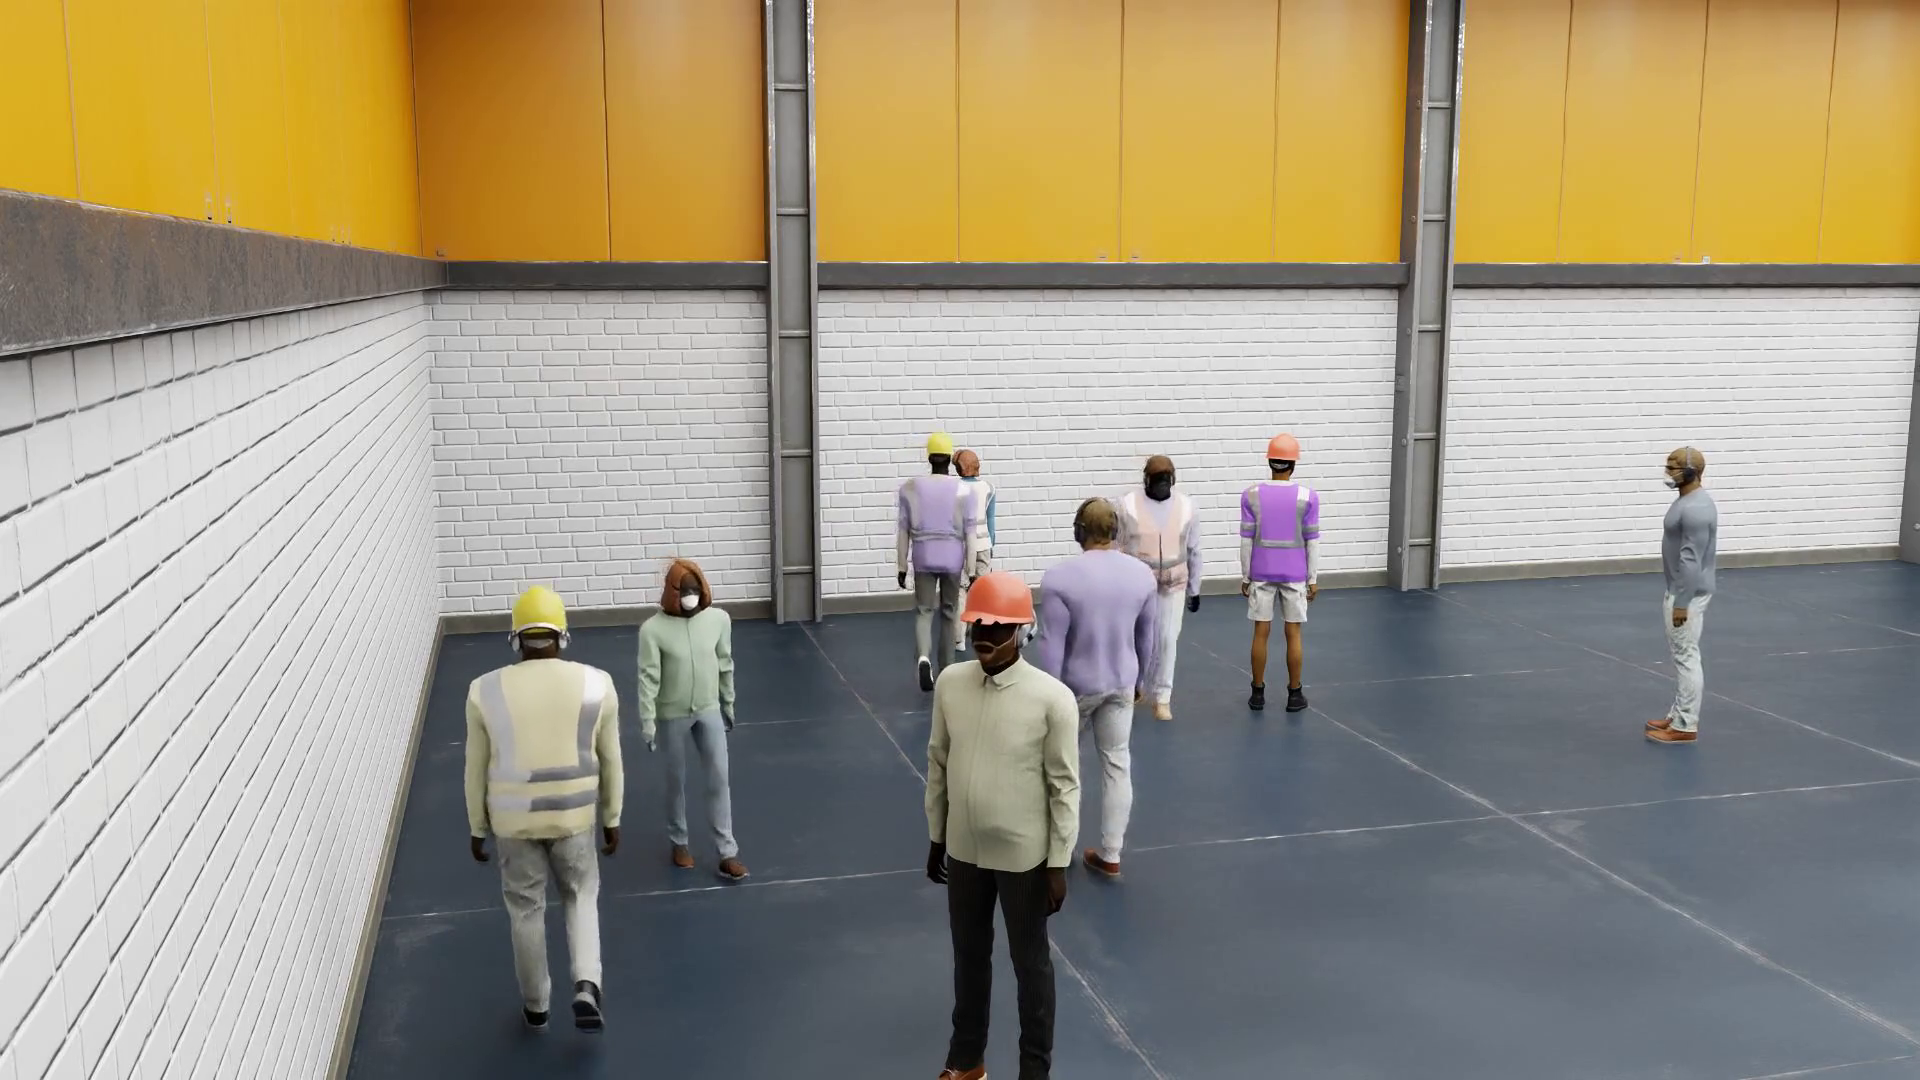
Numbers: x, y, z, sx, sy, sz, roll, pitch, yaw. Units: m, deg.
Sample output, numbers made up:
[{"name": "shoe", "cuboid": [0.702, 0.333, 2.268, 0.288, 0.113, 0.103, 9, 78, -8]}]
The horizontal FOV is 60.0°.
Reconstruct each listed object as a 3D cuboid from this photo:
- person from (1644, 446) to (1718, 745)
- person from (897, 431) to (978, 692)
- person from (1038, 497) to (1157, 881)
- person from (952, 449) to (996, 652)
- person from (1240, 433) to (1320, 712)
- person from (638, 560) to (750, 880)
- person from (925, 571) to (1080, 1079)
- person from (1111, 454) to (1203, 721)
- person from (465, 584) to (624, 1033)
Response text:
[{"name": "person", "cuboid": [4.683, 0.357, 10.756, 0.366, 1.933, 0.633, 3, 10, 20]}, {"name": "person", "cuboid": [-0.167, 0.163, 12.049, 0.593, 1.902, 0.709, 0, 9, 3]}, {"name": "person", "cuboid": [0.647, 0.725, 8.476, 0.662, 1.913, 0.770, -3, 10, -19]}, {"name": "person", "cuboid": [0.065, 0.084, 13.382, 0.508, 1.629, 0.314, -5, 10, -27]}, {"name": "person", "cuboid": [2.208, 0.229, 11.515, 0.545, 1.938, 0.362, 3, 9, 16]}, {"name": "person", "cuboid": [-1.324, 0.909, 8.282, 0.534, 1.601, 0.749, -5, 10, -27]}, {"name": "person", "cuboid": [0.133, 1.092, 5.941, 0.612, 1.997, 0.375, 6, 11, 32]}, {"name": "person", "cuboid": [1.328, 0.313, 11.334, 0.653, 1.824, 0.474, -1, 9, -5]}, {"name": "person", "cuboid": [-1.627, 1.089, 6.537, 0.606, 1.818, 0.536, -3, 10, -19]}]
